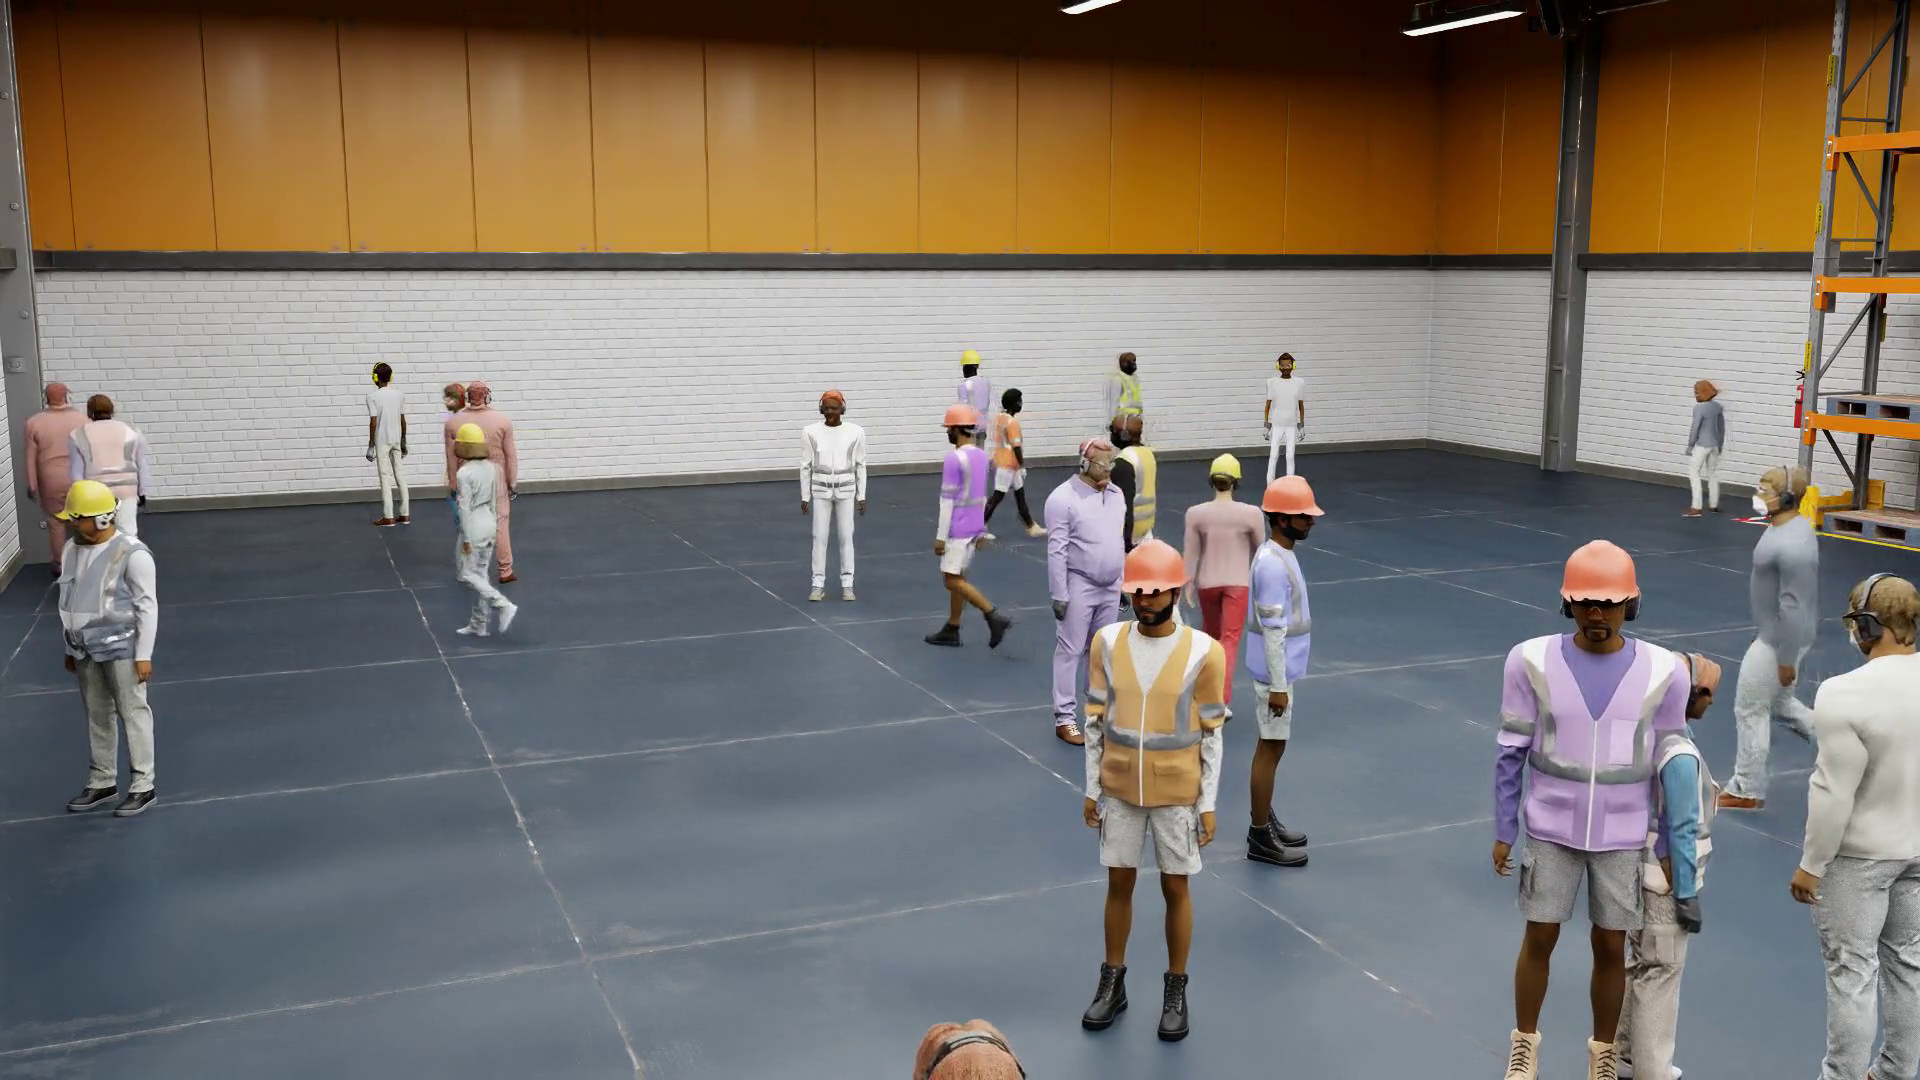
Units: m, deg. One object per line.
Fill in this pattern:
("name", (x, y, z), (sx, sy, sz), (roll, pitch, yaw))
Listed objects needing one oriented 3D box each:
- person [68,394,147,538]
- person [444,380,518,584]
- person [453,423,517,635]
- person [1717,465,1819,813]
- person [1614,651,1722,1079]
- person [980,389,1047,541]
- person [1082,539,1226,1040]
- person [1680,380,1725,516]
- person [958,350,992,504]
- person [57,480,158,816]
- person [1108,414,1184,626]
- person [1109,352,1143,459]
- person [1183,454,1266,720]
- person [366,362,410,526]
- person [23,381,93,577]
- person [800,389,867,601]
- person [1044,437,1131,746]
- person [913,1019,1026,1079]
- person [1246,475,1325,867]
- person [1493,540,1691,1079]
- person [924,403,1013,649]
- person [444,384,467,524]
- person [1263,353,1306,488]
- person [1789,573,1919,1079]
("person", (-7.692, -0.410, 15.034), (0.632, 1.811, 0.841), (-6, 11, -32))
("person", (-4.433, -0.534, 15.480), (0.636, 1.911, 0.406), (-1, 9, -8))
("person", (-3.783, -0.064, 13.187), (0.550, 1.729, 0.490), (3, 10, 18))
("person", (4.469, 0.549, 8.892), (0.801, 1.920, 0.629), (4, 10, 24))
("person", (2.482, 1.192, 5.859), (0.332, 1.631, 0.516), (2, 10, 10))
("person", (0.542, -0.806, 17.913), (0.888, 1.646, 0.545), (-1, 9, -9))
("person", (0.729, 0.952, 6.378), (0.542, 1.939, 0.365), (4, 10, 20))
("person", (8.877, -1.096, 19.806), (0.748, 1.609, 0.314), (-6, 11, -33))
("person", (0.149, -1.380, 20.538), (0.359, 1.930, 0.587), (7, 11, 35))
("person", (-4.613, 0.580, 8.979), (0.587, 1.826, 0.404), (3, 10, 20))
("person", (1.364, -0.116, 13.288), (0.972, 1.798, 0.637), (5, 11, 27))
("person", (2.182, -1.660, 22.630), (0.870, 1.813, 0.627), (5, 11, 28))
("person", (1.765, 0.294, 11.043), (0.540, 1.720, 0.929), (4, 10, 21))
("person", (-6.539, -1.089, 18.961), (0.323, 1.870, 0.518), (7, 12, 35))
("person", (-8.434, -0.555, 15.669), (0.669, 1.889, 0.705), (-7, 12, -36))
("person", (-1.118, -0.393, 14.695), (0.584, 1.882, 0.337), (0, 9, -2))
("person", (0.826, 0.309, 10.381), (0.639, 1.907, 0.406), (-8, 12, -40))
("person", (0.041, 1.670, 3.068), (0.509, 1.594, 0.868), (0, 9, -3))
("person", (1.606, 0.639, 8.279), (0.356, 1.936, 0.551), (2, 10, 12))
("person", (2.162, 1.005, 5.743), (0.615, 2.041, 0.391), (3, 10, 18))
("person", (0.062, -0.090, 12.750), (0.735, 1.920, 0.556), (5, 10, 26))
("person", (-4.893, -0.647, 16.478), (0.382, 1.810, 0.676), (-1, 9, -6))
("person", (4.113, -1.438, 21.077), (0.535, 1.868, 0.309), (1, 9, 6))
("person", (3.118, 1.069, 5.688), (0.628, 1.935, 0.373), (-4, 10, -20))
